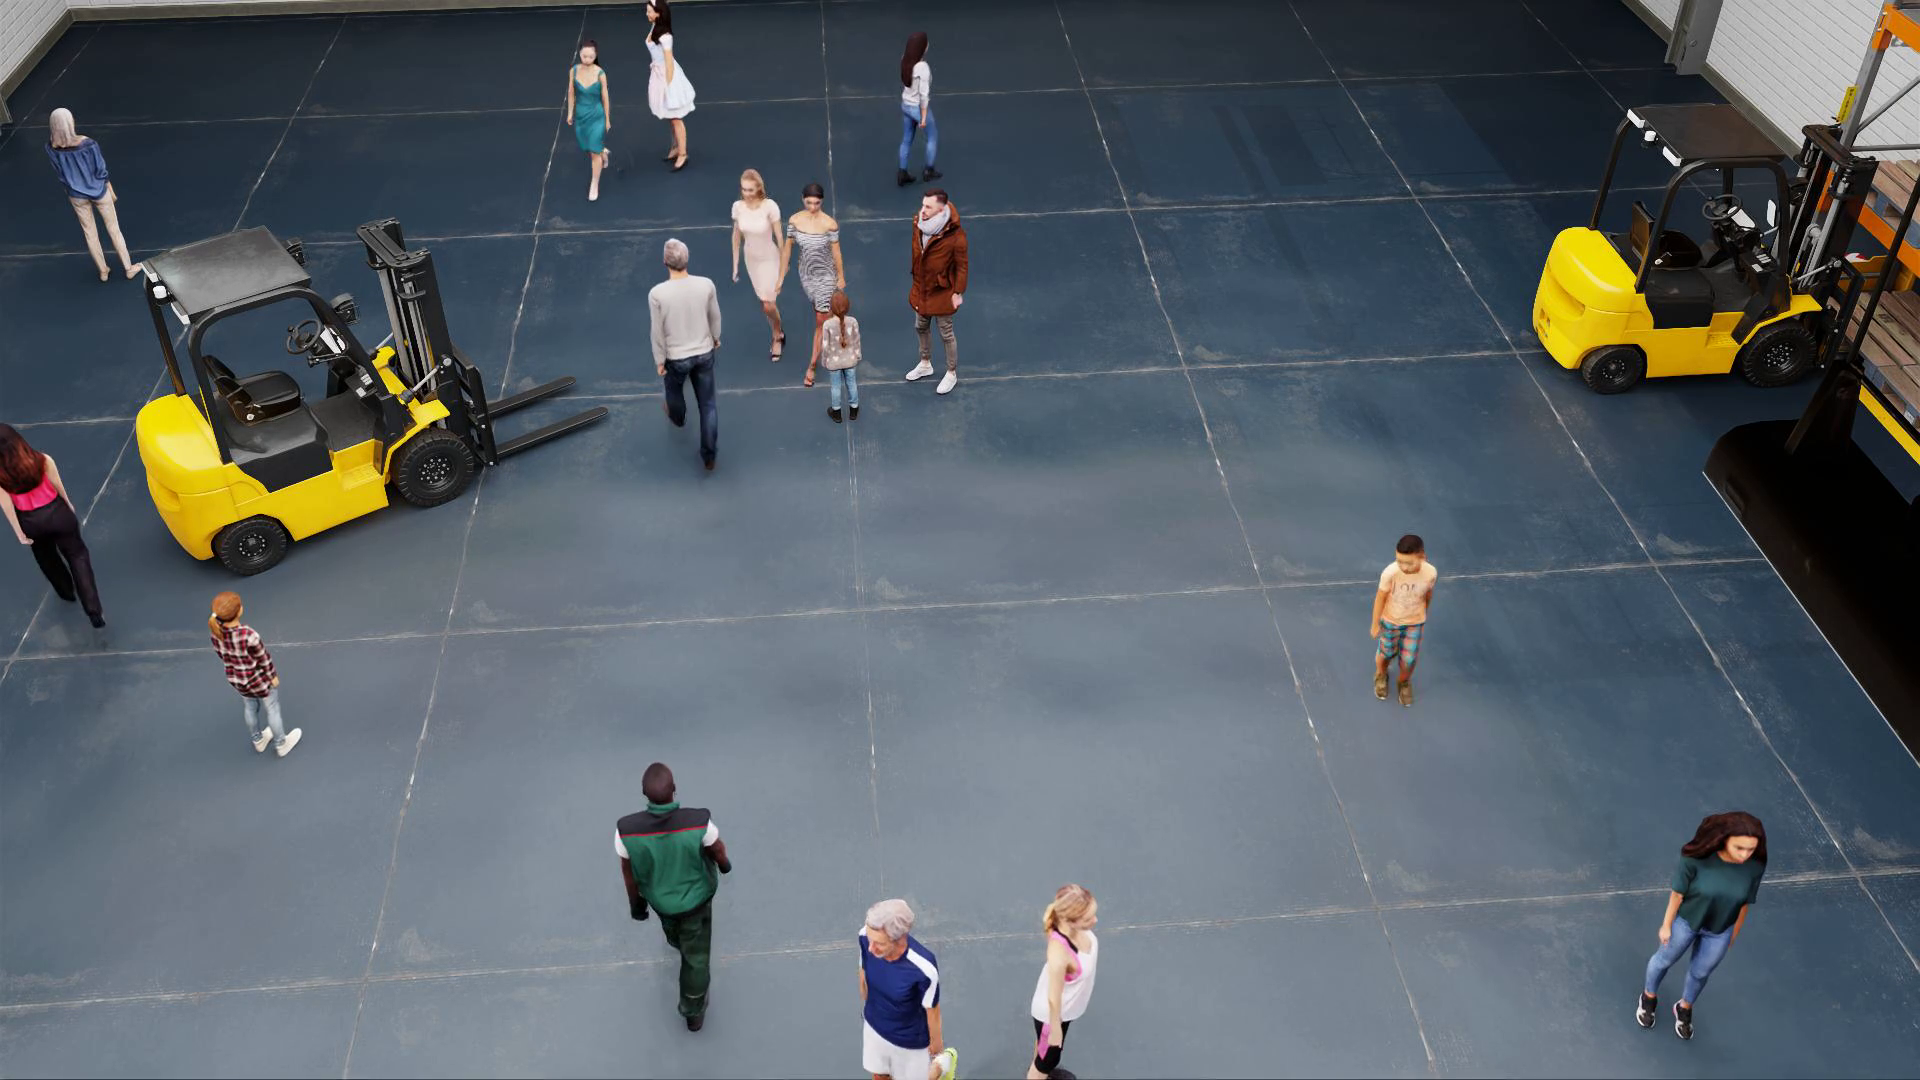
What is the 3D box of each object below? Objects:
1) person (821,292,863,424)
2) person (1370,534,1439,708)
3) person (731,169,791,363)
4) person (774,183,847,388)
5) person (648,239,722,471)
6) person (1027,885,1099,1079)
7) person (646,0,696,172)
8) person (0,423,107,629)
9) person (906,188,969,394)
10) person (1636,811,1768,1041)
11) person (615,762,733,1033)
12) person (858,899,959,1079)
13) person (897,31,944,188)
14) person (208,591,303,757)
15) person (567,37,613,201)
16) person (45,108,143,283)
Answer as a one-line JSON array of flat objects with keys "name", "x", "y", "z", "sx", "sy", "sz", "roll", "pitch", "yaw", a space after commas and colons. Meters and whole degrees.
[{"name": "person", "x": -0.978, "y": -1.507, "z": 13.688, "sx": 0.526, "sy": 1.194, "sz": 0.514, "roll": -11, "pitch": 40, "yaw": -14}, {"name": "person", "x": 2.930, "y": 0.483, "z": 10.999, "sx": 0.589, "sy": 1.441, "sz": 0.643, "roll": -4, "pitch": 39, "yaw": -5}, {"name": "person", "x": -1.655, "y": -2.421, "z": 14.341, "sx": 0.730, "sy": 1.809, "sz": 0.794, "roll": 14, "pitch": 41, "yaw": 17}, {"name": "person", "x": -1.165, "y": -2.261, "z": 14.150, "sx": 0.921, "sy": 1.796, "sz": 1.057, "roll": 18, "pitch": 42, "yaw": 21}, {"name": "person", "x": -2.093, "y": -1.389, "z": 13.009, "sx": 1.007, "sy": 1.858, "sz": 1.290, "roll": -15, "pitch": 41, "yaw": -18}, {"name": "person", "x": 0.485, "y": 2.329, "z": 8.416, "sx": 0.747, "sy": 1.779, "sz": 0.614, "roll": 10, "pitch": 40, "yaw": 12}, {"name": "person", "x": -3.023, "y": -4.715, "z": 17.206, "sx": 0.845, "sy": 1.818, "sz": 0.753, "roll": -14, "pitch": 41, "yaw": -17}, {"name": "person", "x": -6.320, "y": -0.078, "z": 11.551, "sx": 0.854, "sy": 1.629, "sz": 1.112, "roll": -19, "pitch": 42, "yaw": -22}, {"name": "person", "x": -0.203, "y": -2.104, "z": 13.921, "sx": 0.860, "sy": 1.838, "sz": 0.915, "roll": 25, "pitch": 45, "yaw": 28}, {"name": "person", "x": 3.958, "y": 2.025, "z": 8.928, "sx": 0.668, "sy": 1.617, "sz": 0.693, "roll": 8, "pitch": 39, "yaw": 10}, {"name": "person", "x": -1.493, "y": 1.940, "z": 8.883, "sx": 0.748, "sy": 1.806, "sz": 1.060, "roll": 0, "pitch": 39, "yaw": 0}, {"name": "person", "x": -0.250, "y": 2.369, "z": 8.333, "sx": 0.917, "sy": 1.821, "sz": 0.987, "roll": 26, "pitch": 45, "yaw": 29}, {"name": "person", "x": -0.517, "y": -4.347, "z": 16.911, "sx": 0.860, "sy": 1.611, "sz": 0.808, "roll": -29, "pitch": 47, "yaw": -31}, {"name": "person", "x": -4.541, "y": 0.860, "z": 10.637, "sx": 0.596, "sy": 1.304, "sz": 0.618, "roll": 12, "pitch": 40, "yaw": 15}, {"name": "person", "x": -3.685, "y": -4.262, "z": 16.764, "sx": 0.742, "sy": 1.663, "sz": 0.875, "roll": 10, "pitch": 40, "yaw": 13}, {"name": "person", "x": -8.059, "y": -3.195, "z": 15.399, "sx": 0.629, "sy": 1.698, "sz": 0.588, "roll": -7, "pitch": 39, "yaw": -9}]
